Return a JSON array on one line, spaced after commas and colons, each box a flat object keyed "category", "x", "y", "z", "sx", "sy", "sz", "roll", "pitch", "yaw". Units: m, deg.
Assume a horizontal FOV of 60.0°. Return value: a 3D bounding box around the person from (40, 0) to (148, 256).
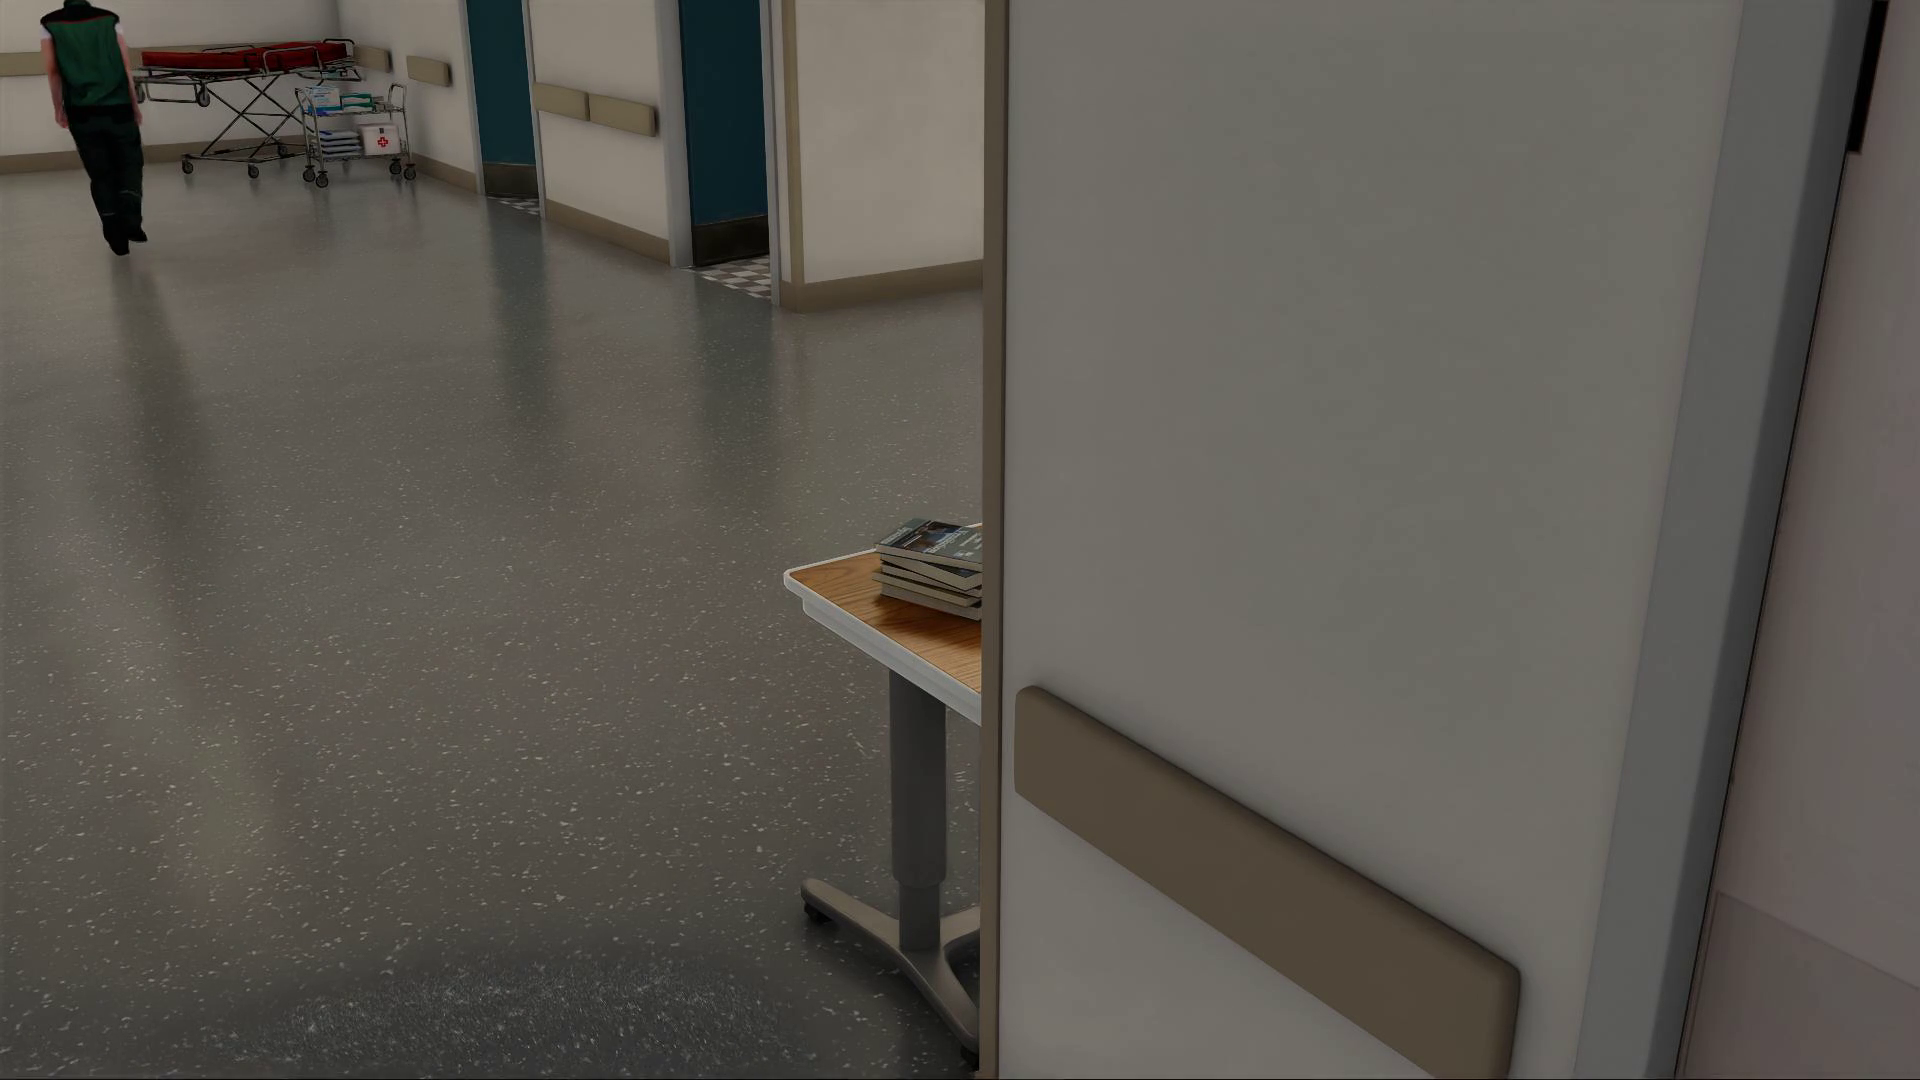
[{"category": "person", "x": -5.504, "y": -2.738, "z": 10.638, "sx": 0.710, "sy": 1.834, "sz": 0.719, "roll": -9, "pitch": 23, "yaw": -23}]
